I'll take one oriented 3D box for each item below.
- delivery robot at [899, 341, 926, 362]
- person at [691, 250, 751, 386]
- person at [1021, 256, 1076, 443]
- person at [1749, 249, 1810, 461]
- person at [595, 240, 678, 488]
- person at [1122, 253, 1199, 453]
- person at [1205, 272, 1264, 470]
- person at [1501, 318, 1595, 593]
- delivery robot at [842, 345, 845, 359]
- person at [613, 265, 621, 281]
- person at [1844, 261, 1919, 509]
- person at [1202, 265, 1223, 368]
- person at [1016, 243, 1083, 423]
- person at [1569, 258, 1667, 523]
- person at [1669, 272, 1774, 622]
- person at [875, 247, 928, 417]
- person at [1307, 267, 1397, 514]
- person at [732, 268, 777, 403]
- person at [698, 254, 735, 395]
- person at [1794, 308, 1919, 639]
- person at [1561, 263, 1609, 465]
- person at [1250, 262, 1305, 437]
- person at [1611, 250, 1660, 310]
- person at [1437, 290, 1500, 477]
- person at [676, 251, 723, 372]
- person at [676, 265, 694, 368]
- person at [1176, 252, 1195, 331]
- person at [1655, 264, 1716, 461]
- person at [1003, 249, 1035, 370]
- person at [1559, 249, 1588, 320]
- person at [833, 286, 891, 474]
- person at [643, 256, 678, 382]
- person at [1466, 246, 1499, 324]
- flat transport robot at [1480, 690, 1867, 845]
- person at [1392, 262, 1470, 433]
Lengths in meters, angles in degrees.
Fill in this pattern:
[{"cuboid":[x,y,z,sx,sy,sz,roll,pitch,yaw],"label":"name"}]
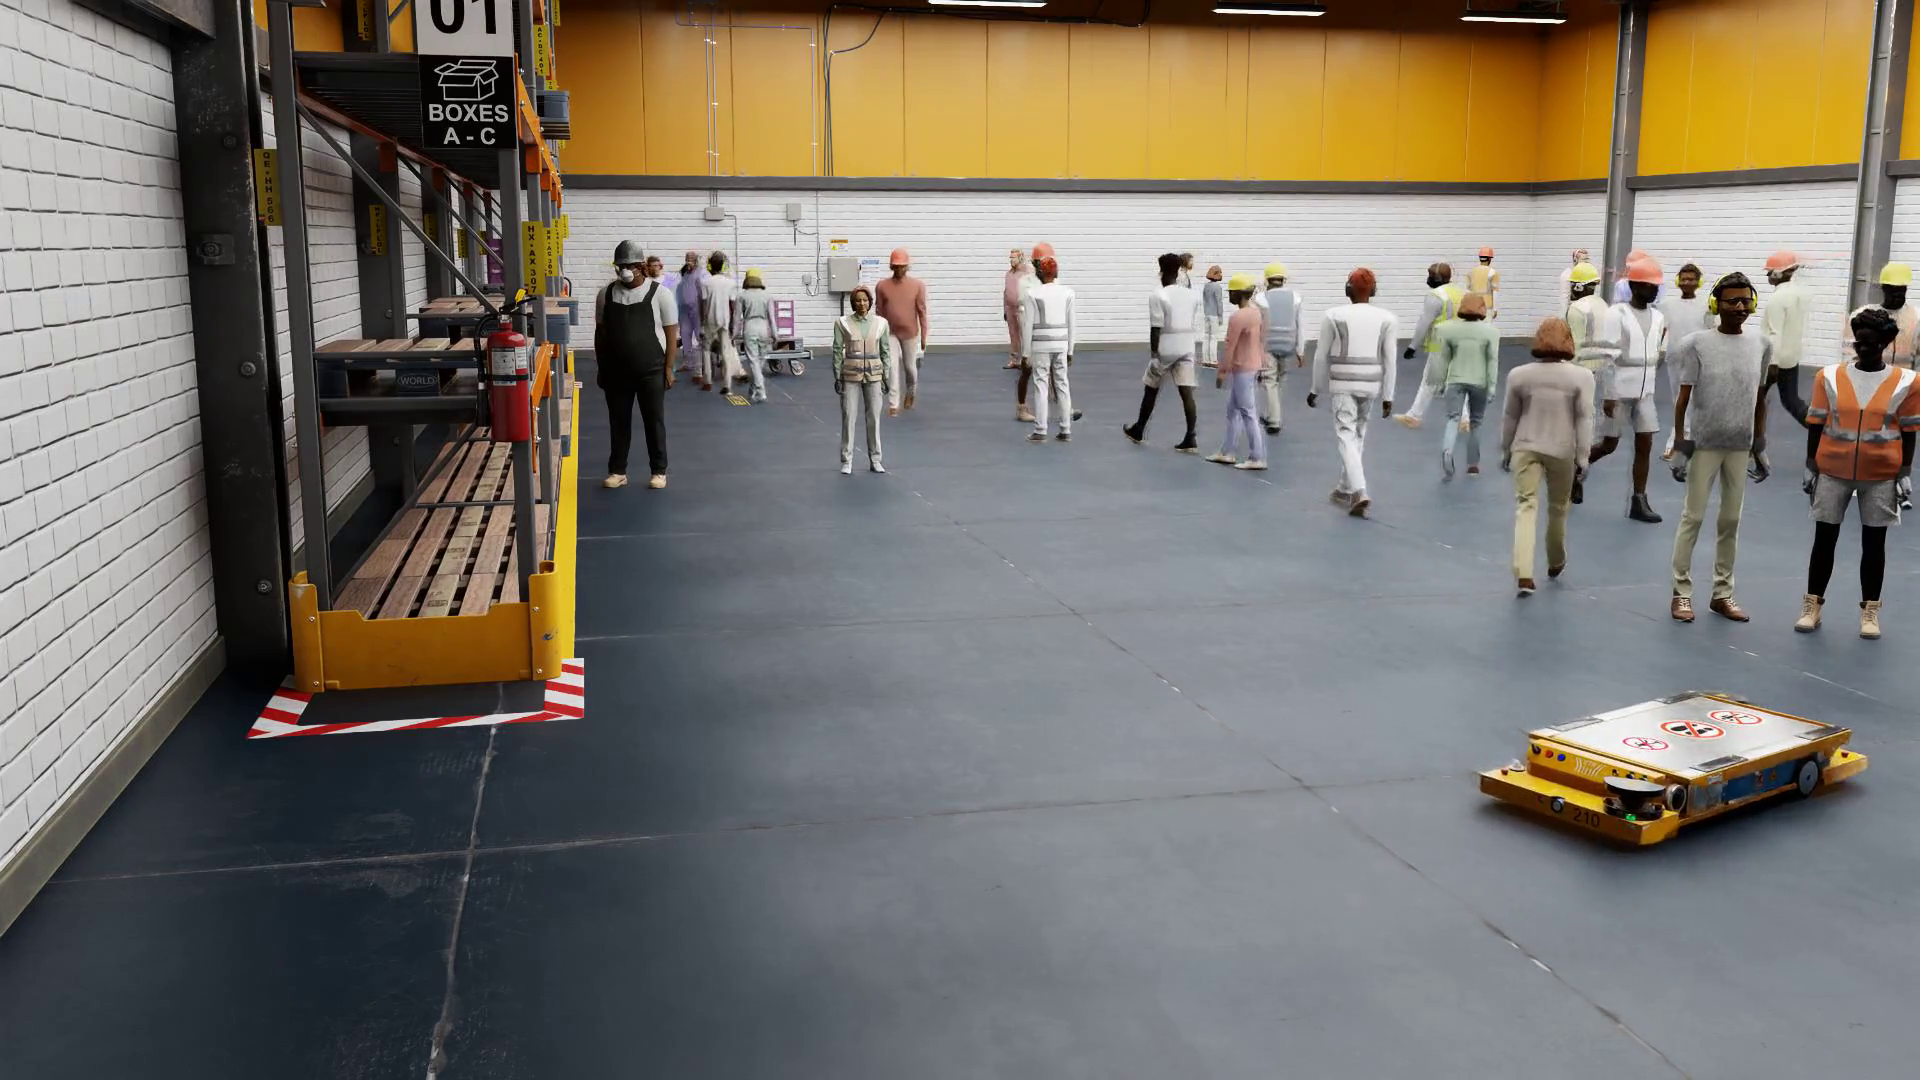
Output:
[{"cuboid":[-0.906,-3.020,26.295,0.707,0.478,0.477,-4,11,-19],"label":"delivery robot"},{"cuboid":[-3.357,-3.084,23.231,1.043,1.884,0.650,6,12,29],"label":"person"},{"cuboid":[0.903,-1.919,16.803,0.586,1.879,0.342,-5,11,-24],"label":"person"},{"cuboid":[7.527,-1.654,15.119,0.631,1.963,0.961,-9,14,-41],"label":"person"},{"cuboid":[-2.675,-1.429,13.623,0.688,2.000,0.536,1,10,6],"label":"person"},{"cuboid":[2.011,-1.822,16.162,0.597,1.900,1.041,-5,12,-28],"label":"person"},{"cuboid":[2.422,-1.501,14.828,0.738,1.737,0.553,7,12,33],"label":"person"},{"cuboid":[3.422,-0.501,9.723,0.514,1.584,0.880,5,11,27],"label":"person"},{"cuboid":[-1.647,-3.022,26.306,0.707,0.478,0.477,1,10,8],"label":"delivery robot"},{"cuboid":[-5.154,-3.477,25.799,0.861,1.725,0.552,-2,10,-11],"label":"person"},{"cuboid":[7.149,-1.214,12.906,0.607,1.879,1.004,2,10,9],"label":"person"},{"cuboid":[4.040,-3.546,26.483,0.284,1.633,0.497,-4,11,-22],"label":"person"},{"cuboid":[0.955,-2.261,18.349,0.624,1.993,1.032,-7,12,-33],"label":"person"},{"cuboid":[4.871,-1.112,12.224,0.551,1.916,0.806,-3,11,-18],"label":"person"},{"cuboid":[4.070,-0.488,8.884,0.533,1.870,0.315,0,10,-2],"label":"person"},{"cuboid":[-0.682,-2.434,19.439,0.621,1.961,0.863,0,10,2],"label":"person"},{"cuboid":[2.986,-1.125,12.517,0.593,1.849,0.966,-1,10,-8],"label":"person"},{"cuboid":[-2.594,-2.595,21.053,0.521,1.688,0.924,-5,11,-26],"label":"person"},{"cuboid":[-3.247,-2.847,22.049,0.565,1.839,0.785,-7,12,-32],"label":"person"},{"cuboid":[4.612,-0.338,8.544,0.530,1.693,0.321,6,12,32],"label":"person"},{"cuboid":[5.560,-1.564,14.949,0.404,1.833,0.587,10,14,43],"label":"person"},{"cuboid":[3.252,-2.011,17.515,0.626,1.792,0.872,-2,10,-13],"label":"person"},{"cuboid":[8.430,-2.678,20.916,0.575,1.895,0.924,9,14,41],"label":"person"},{"cuboid":[4.339,-1.326,14.264,0.503,1.615,0.684,5,11,26],"label":"person"},{"cuboid":[-4.075,-3.563,25.914,0.759,1.875,0.646,-10,14,-44],"label":"person"},{"cuboid":[-4.399,-3.509,26.175,0.726,1.666,0.562,-6,12,-31],"label":"person"},{"cuboid":[3.658,-3.763,27.139,0.394,1.833,0.548,1,10,7],"label":"person"},{"cuboid":[6.797,-1.674,15.626,0.523,1.822,1.006,8,13,39],"label":"person"},{"cuboid":[0.906,-3.629,26.225,0.402,1.901,0.647,-9,13,-40],"label":"person"},{"cuboid":[9.160,-3.361,24.730,0.642,1.902,0.401,-8,13,-37],"label":"person"},{"cuboid":[-0.859,-1.397,14.557,0.519,1.640,0.307,-3,11,-14],"label":"person"},{"cuboid":[-4.298,-3.126,23.674,0.578,1.801,0.874,-3,11,-17],"label":"person"},{"cuboid":[8.545,-3.824,27.208,0.541,1.932,0.382,7,13,36],"label":"person"},{"cuboid":[2.656,0.806,6.143,1.431,0.197,0.652,-7,12,-34],"label":"flat transport robot"},{"cuboid":[5.102,-2.053,17.773,0.946,1.798,0.630,7,13,35],"label":"person"}]
